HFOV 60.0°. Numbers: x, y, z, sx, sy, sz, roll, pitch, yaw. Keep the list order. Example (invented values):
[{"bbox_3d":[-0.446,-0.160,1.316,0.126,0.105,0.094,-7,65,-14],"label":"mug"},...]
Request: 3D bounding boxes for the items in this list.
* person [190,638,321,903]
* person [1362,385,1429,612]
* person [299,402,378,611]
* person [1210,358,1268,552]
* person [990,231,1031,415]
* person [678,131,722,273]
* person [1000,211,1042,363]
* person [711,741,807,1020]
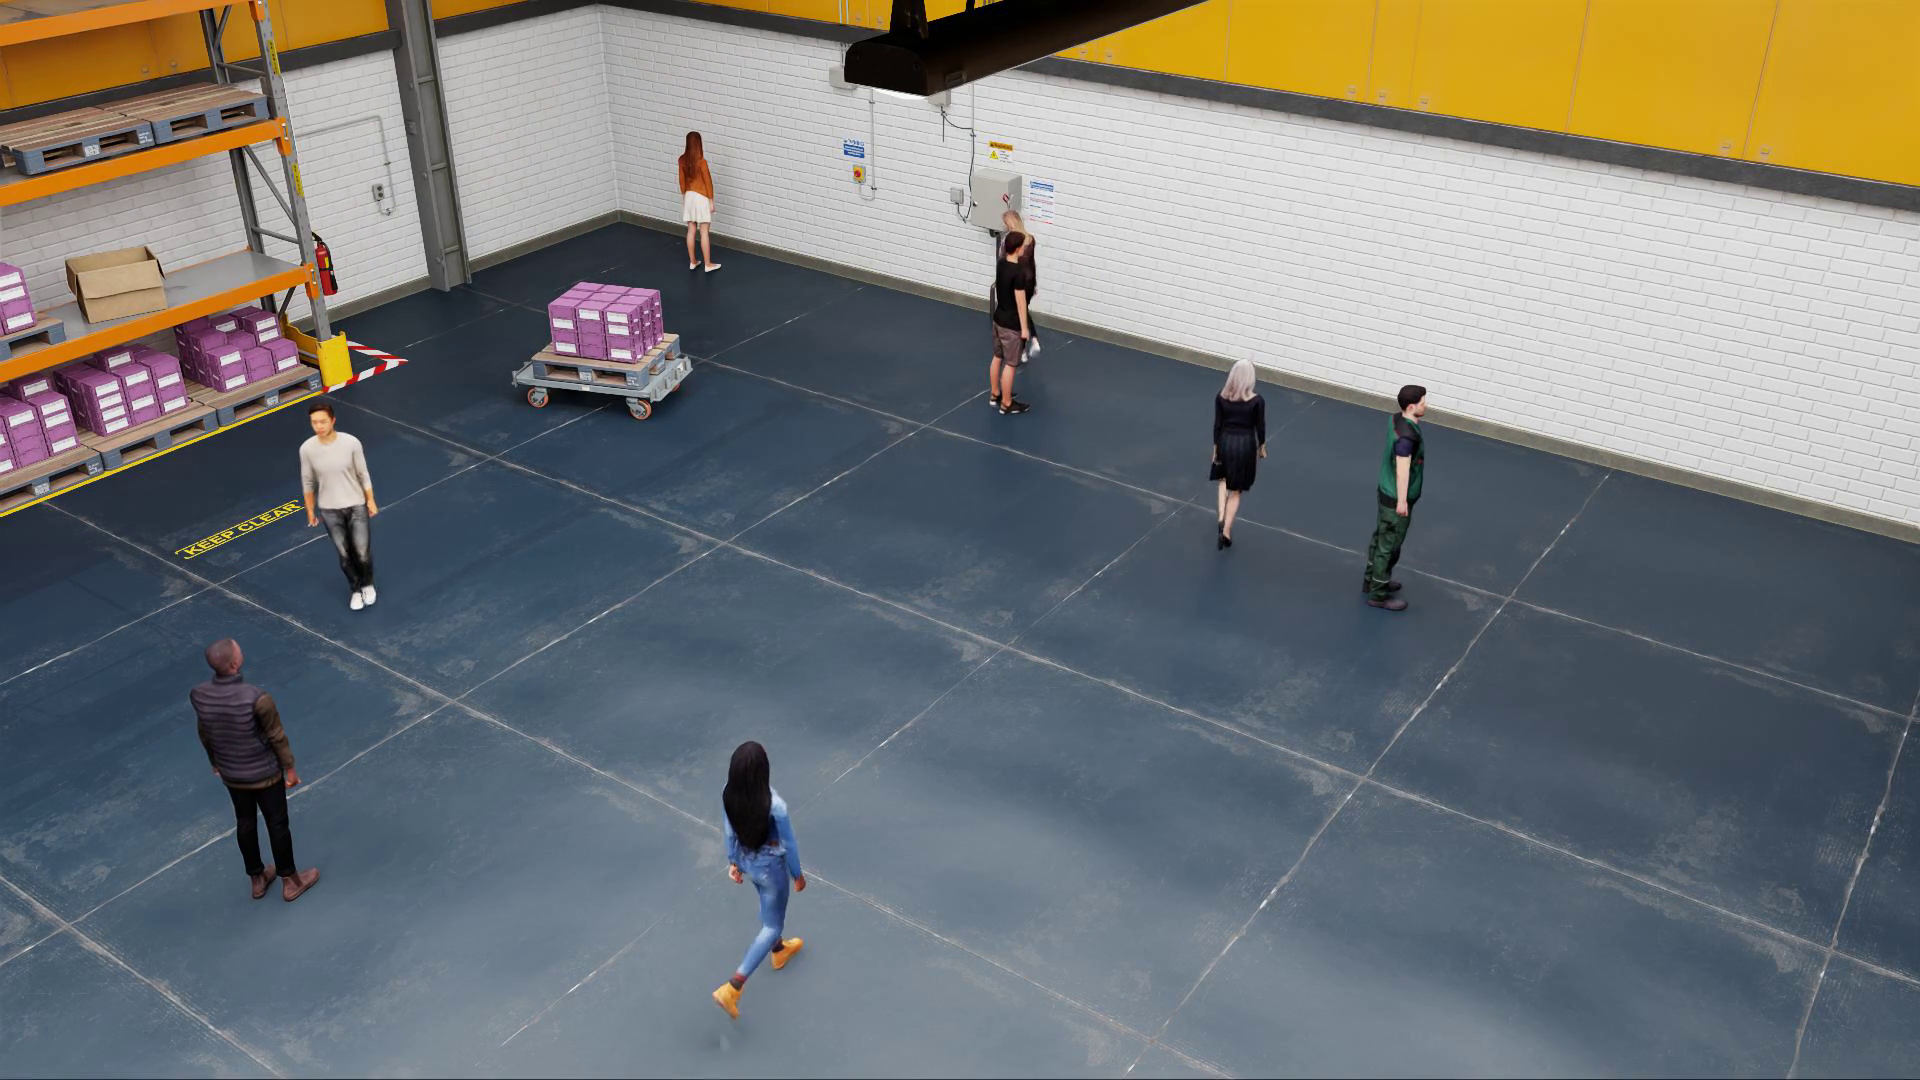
[{"bbox_3d":[-4.325,1.398,10.131,0.777,1.835,0.732,5,29,9],"label":"person"},{"bbox_3d":[3.493,-0.371,13.306,0.827,1.899,0.695,3,29,5],"label":"person"},{"bbox_3d":[-4.921,-0.306,13.291,0.774,1.799,0.838,-6,29,-10],"label":"person"},{"bbox_3d":[2.325,-0.684,14.051,0.697,1.736,0.726,11,31,20],"label":"person"},{"bbox_3d":[0.480,-2.192,16.691,0.744,1.856,0.734,-12,31,-21],"label":"person"},{"bbox_3d":[-3.234,-4.162,20.440,0.639,1.723,0.606,13,31,23],"label":"person"},{"bbox_3d":[0.679,-2.650,17.712,0.742,1.681,0.806,-18,33,-29],"label":"person"},{"bbox_3d":[-1.156,1.914,9.344,0.599,1.683,1.065,18,34,30],"label":"person"}]
